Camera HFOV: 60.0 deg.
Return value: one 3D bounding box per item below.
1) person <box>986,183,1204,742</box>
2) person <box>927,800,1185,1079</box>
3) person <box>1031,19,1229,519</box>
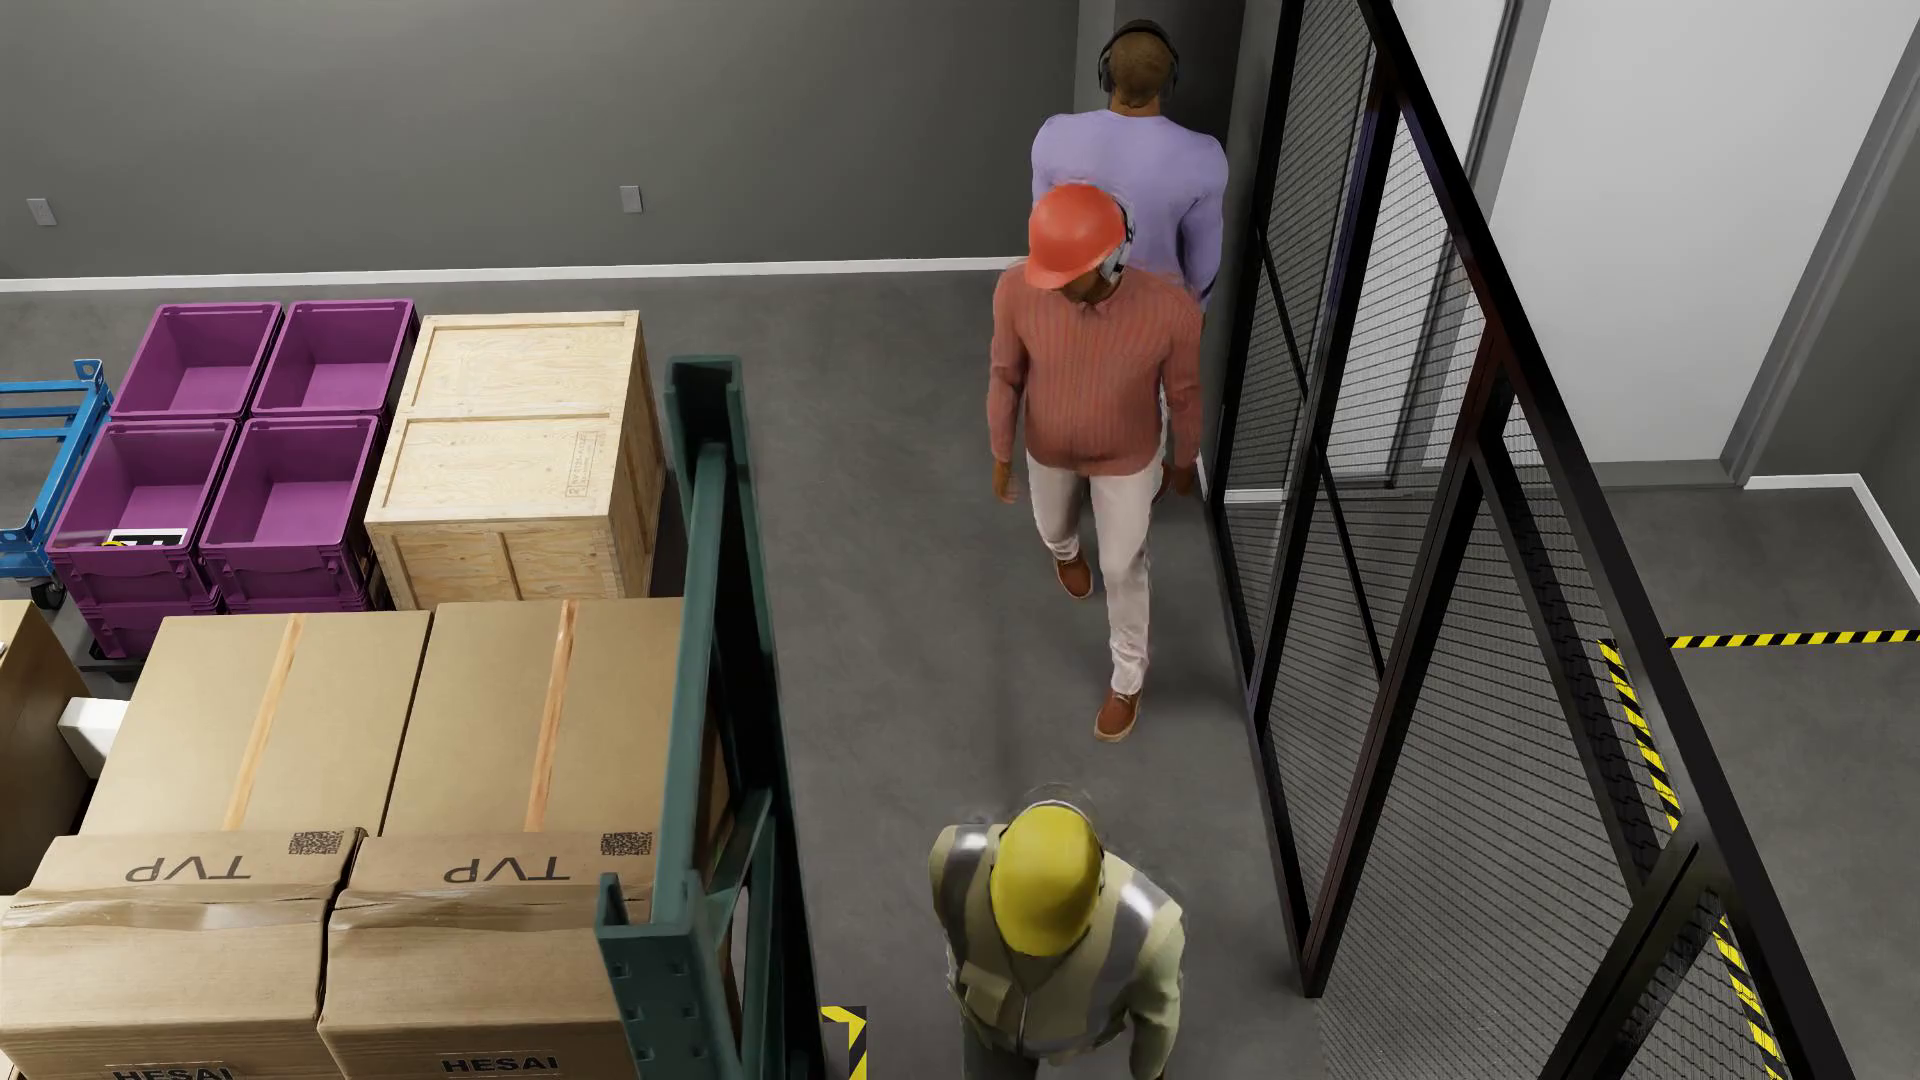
[{"bbox_3d":[0.422,-0.337,5.088,0.664,1.947,0.811,11,47,11],"label":"person"},{"bbox_3d":[0.239,1.001,3.932,0.595,1.766,0.963,11,47,11],"label":"person"},{"bbox_3d":[0.539,-0.833,5.553,0.628,1.939,0.373,10,47,10],"label":"person"}]
